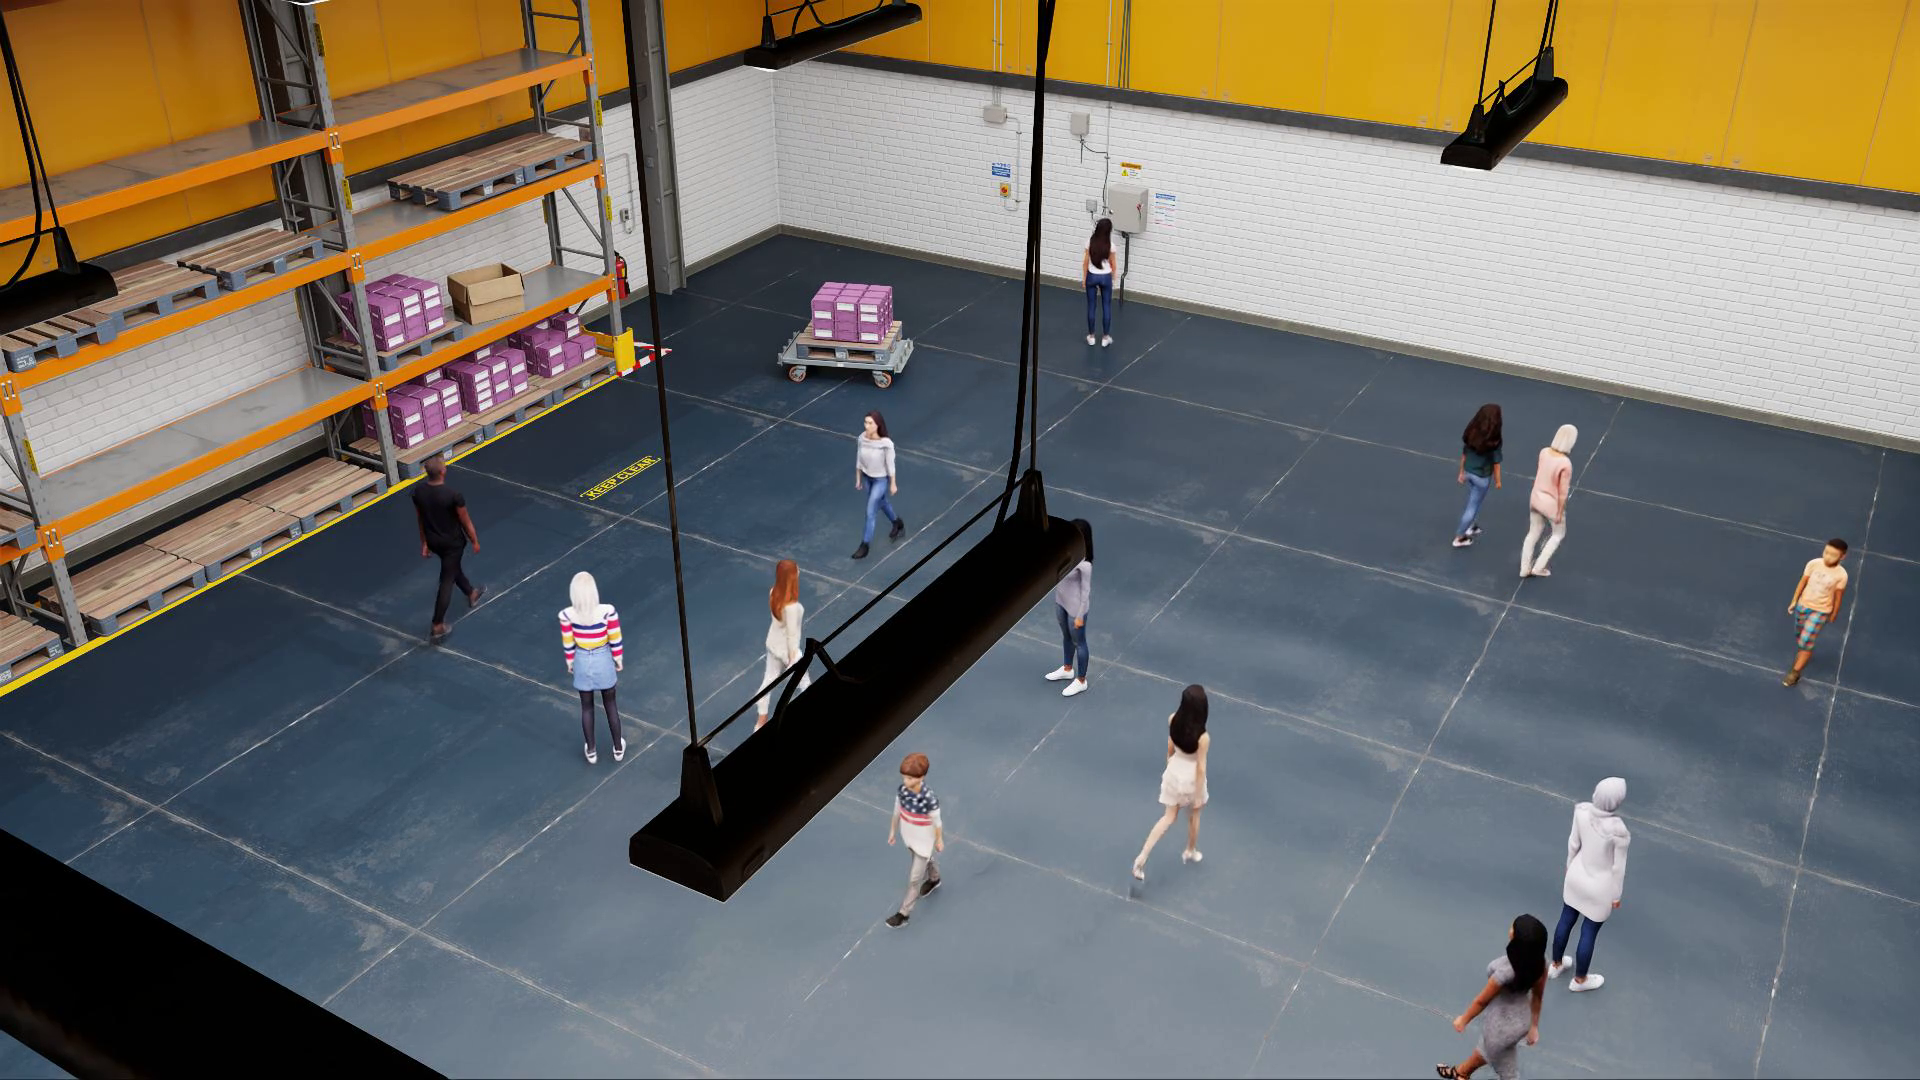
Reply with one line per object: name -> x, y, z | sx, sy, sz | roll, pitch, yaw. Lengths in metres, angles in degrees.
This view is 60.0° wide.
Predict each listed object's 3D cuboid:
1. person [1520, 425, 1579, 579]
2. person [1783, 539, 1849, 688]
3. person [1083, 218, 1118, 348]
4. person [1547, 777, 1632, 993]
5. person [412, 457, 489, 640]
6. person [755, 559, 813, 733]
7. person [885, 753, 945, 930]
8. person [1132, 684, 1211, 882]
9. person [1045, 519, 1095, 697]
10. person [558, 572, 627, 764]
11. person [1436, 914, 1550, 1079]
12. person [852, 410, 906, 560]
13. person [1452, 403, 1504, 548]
person -> 5.874, -0.355, 16.818 | 0.749, 1.709, 0.726 | -16, 32, -27
person -> 7.900, 0.610, 15.332 | 1.030, 1.439, 0.733 | -23, 36, -35
person -> 1.883, -3.500, 22.522 | 0.667, 1.769, 0.637 | 2, 29, 4
person -> 4.429, 2.408, 11.684 | 0.685, 1.775, 0.688 | -17, 33, -28
person -> -4.957, 0.106, 15.915 | 0.866, 1.765, 1.281 | 8, 30, 15
person -> -1.599, 0.969, 14.434 | 1.193, 1.669, 0.925 | -19, 34, -31
person -> -0.273, 2.180, 12.494 | 0.637, 1.400, 0.988 | 22, 35, 34
person -> 1.641, 1.900, 12.682 | 1.076, 1.712, 0.808 | -22, 35, -34
person -> 1.037, 0.582, 15.070 | 0.711, 1.738, 0.690 | -13, 31, -23
person -> -3.104, 1.071, 14.103 | 0.713, 1.806, 0.728 | -3, 29, -5
person -> 3.470, 3.150, 10.378 | 1.147, 1.723, 1.010 | -17, 33, -28
person -> -0.826, -0.633, 17.448 | 0.760, 1.594, 1.120 | 22, 36, 35
person -> 5.392, -0.654, 17.483 | 0.853, 1.598, 0.773 | -14, 31, -23
